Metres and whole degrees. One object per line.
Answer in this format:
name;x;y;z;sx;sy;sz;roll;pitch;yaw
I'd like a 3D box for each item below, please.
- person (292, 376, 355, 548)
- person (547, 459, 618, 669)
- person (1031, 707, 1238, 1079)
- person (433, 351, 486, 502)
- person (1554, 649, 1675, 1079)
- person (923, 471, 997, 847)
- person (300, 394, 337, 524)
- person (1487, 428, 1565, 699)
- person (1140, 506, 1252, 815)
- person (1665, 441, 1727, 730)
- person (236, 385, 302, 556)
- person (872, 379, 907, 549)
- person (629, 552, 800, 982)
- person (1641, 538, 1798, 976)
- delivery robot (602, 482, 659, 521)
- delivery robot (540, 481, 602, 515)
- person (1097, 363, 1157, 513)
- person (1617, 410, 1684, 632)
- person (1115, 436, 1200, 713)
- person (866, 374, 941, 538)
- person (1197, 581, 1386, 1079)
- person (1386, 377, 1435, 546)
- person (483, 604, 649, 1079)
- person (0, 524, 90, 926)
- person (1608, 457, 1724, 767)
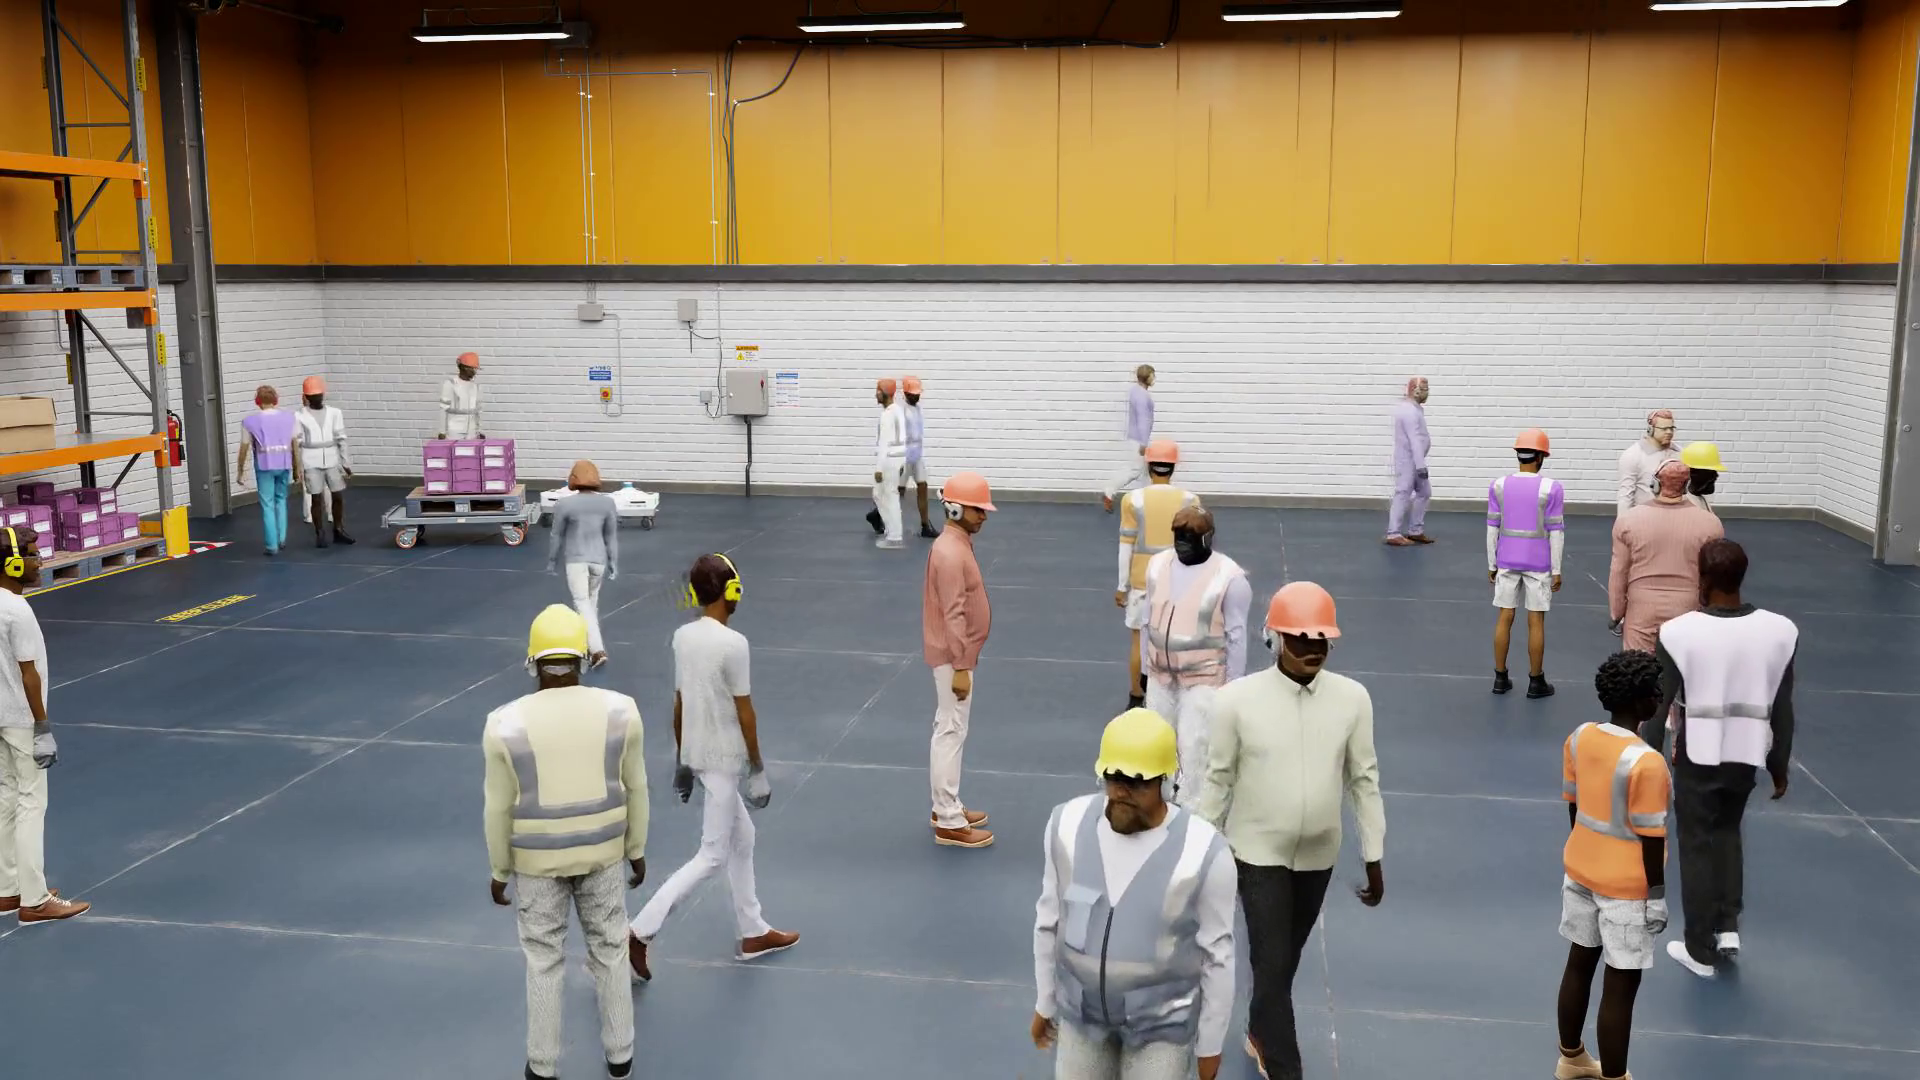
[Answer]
person;-7.006;-0.845;18.199;0.596;1.911;0.512;-8;12;-39
person;-2.878;0.178;12.839;0.509;1.599;0.823;-6;11;-35
person;0.513;1.352;4.865;0.608;1.819;0.564;5;10;27
person;-6.508;-1.454;21.707;0.607;2.016;0.673;6;11;35
person;2.372;1.228;6.013;0.320;1.698;0.531;-2;9;-12
person;0.000;0.623;8.869;0.391;1.987;0.608;0;9;-2
person;-7.792;-1.011;20.091;0.514;1.639;0.309;-4;10;-22
person;4.042;0.166;11.890;0.543;1.928;0.372;7;11;36
person;1.247;0.705;8.844;0.633;1.824;0.624;8;12;40
person;4.842;0.298;11.070;0.388;1.926;0.590;7;11;37
person;-7.423;-0.748;17.847;0.595;1.822;0.599;-8;12;-42
person;-0.834;-0.825;18.215;0.494;1.867;0.603;2;9;10
person;-1.115;0.975;7.171;0.858;1.833;0.526;-7;11;-36
person;3.259;0.935;7.204;0.615;1.899;0.478;0;9;-1
delivery robot;-3.899;-0.436;19.579;0.707;0.478;0.477;-1;9;-6
delivery robot;-4.619;-0.464;19.754;0.707;0.478;0.477;3;10;20
person;2.186;-1.253;20.770;0.886;1.914;0.638;0;9;2
person;5.790;-0.138;13.872;0.638;1.901;0.402;-3;10;-17
person;1.334;0.266;11.250;0.551;1.937;0.366;0;9;-3
person;-0.654;-0.965;19.029;0.912;1.897;0.577;5;10;27
person;1.205;1.114;5.919;0.639;1.944;1.016;-2;9;-13
person;5.057;-0.853;18.377;0.671;1.883;0.648;3;10;17
person;-1.442;1.142;6.127;0.598;1.830;0.404;-4;10;-23
person;-4.395;0.860;7.779;0.532;1.864;0.310;7;11;37
person;4.322;0.445;10.215;0.651;1.910;0.409;3;10;21
